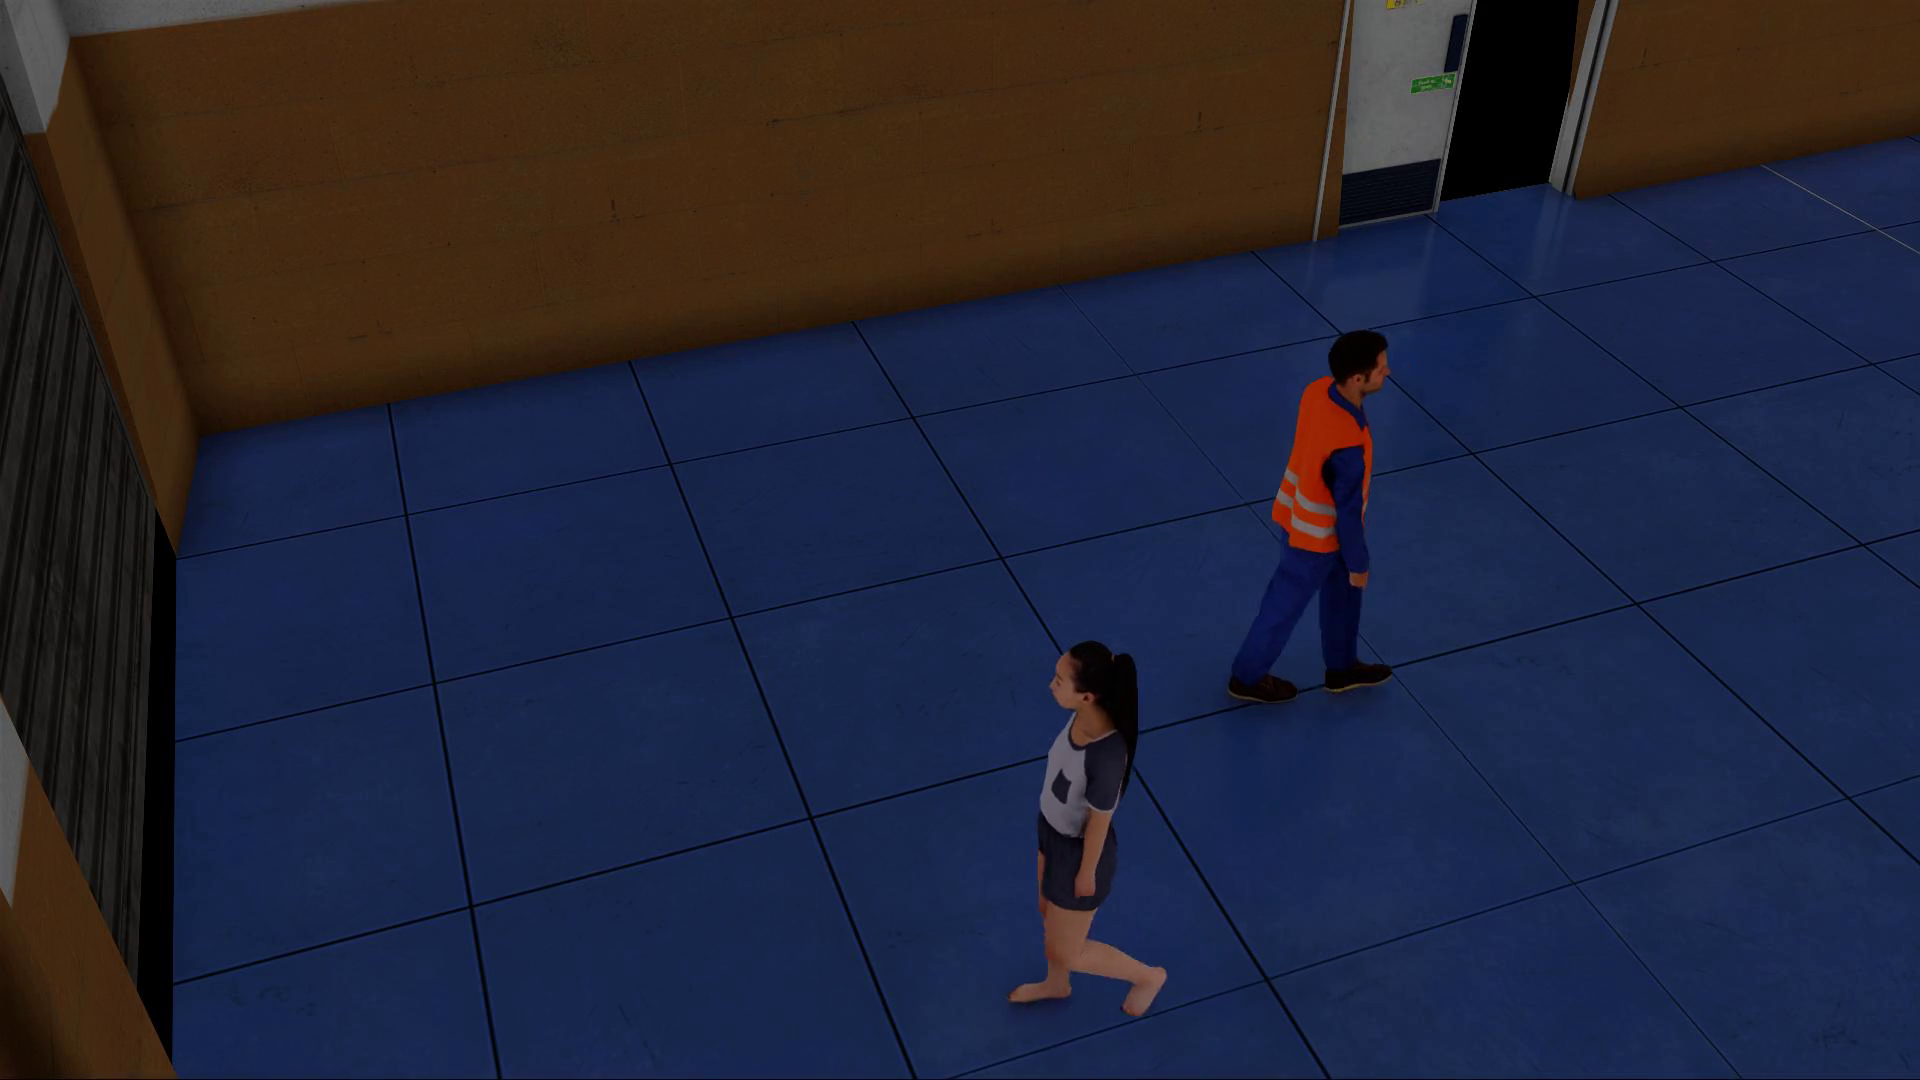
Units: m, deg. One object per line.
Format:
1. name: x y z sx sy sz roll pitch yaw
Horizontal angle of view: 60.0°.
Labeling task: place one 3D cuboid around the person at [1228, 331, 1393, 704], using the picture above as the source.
1. person: 1.335 -0.023 6.653 0.958 1.834 0.999 1 37 1

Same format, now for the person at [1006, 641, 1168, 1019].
1. person: 0.460 1.004 5.447 0.776 1.638 0.782 -3 37 -4
